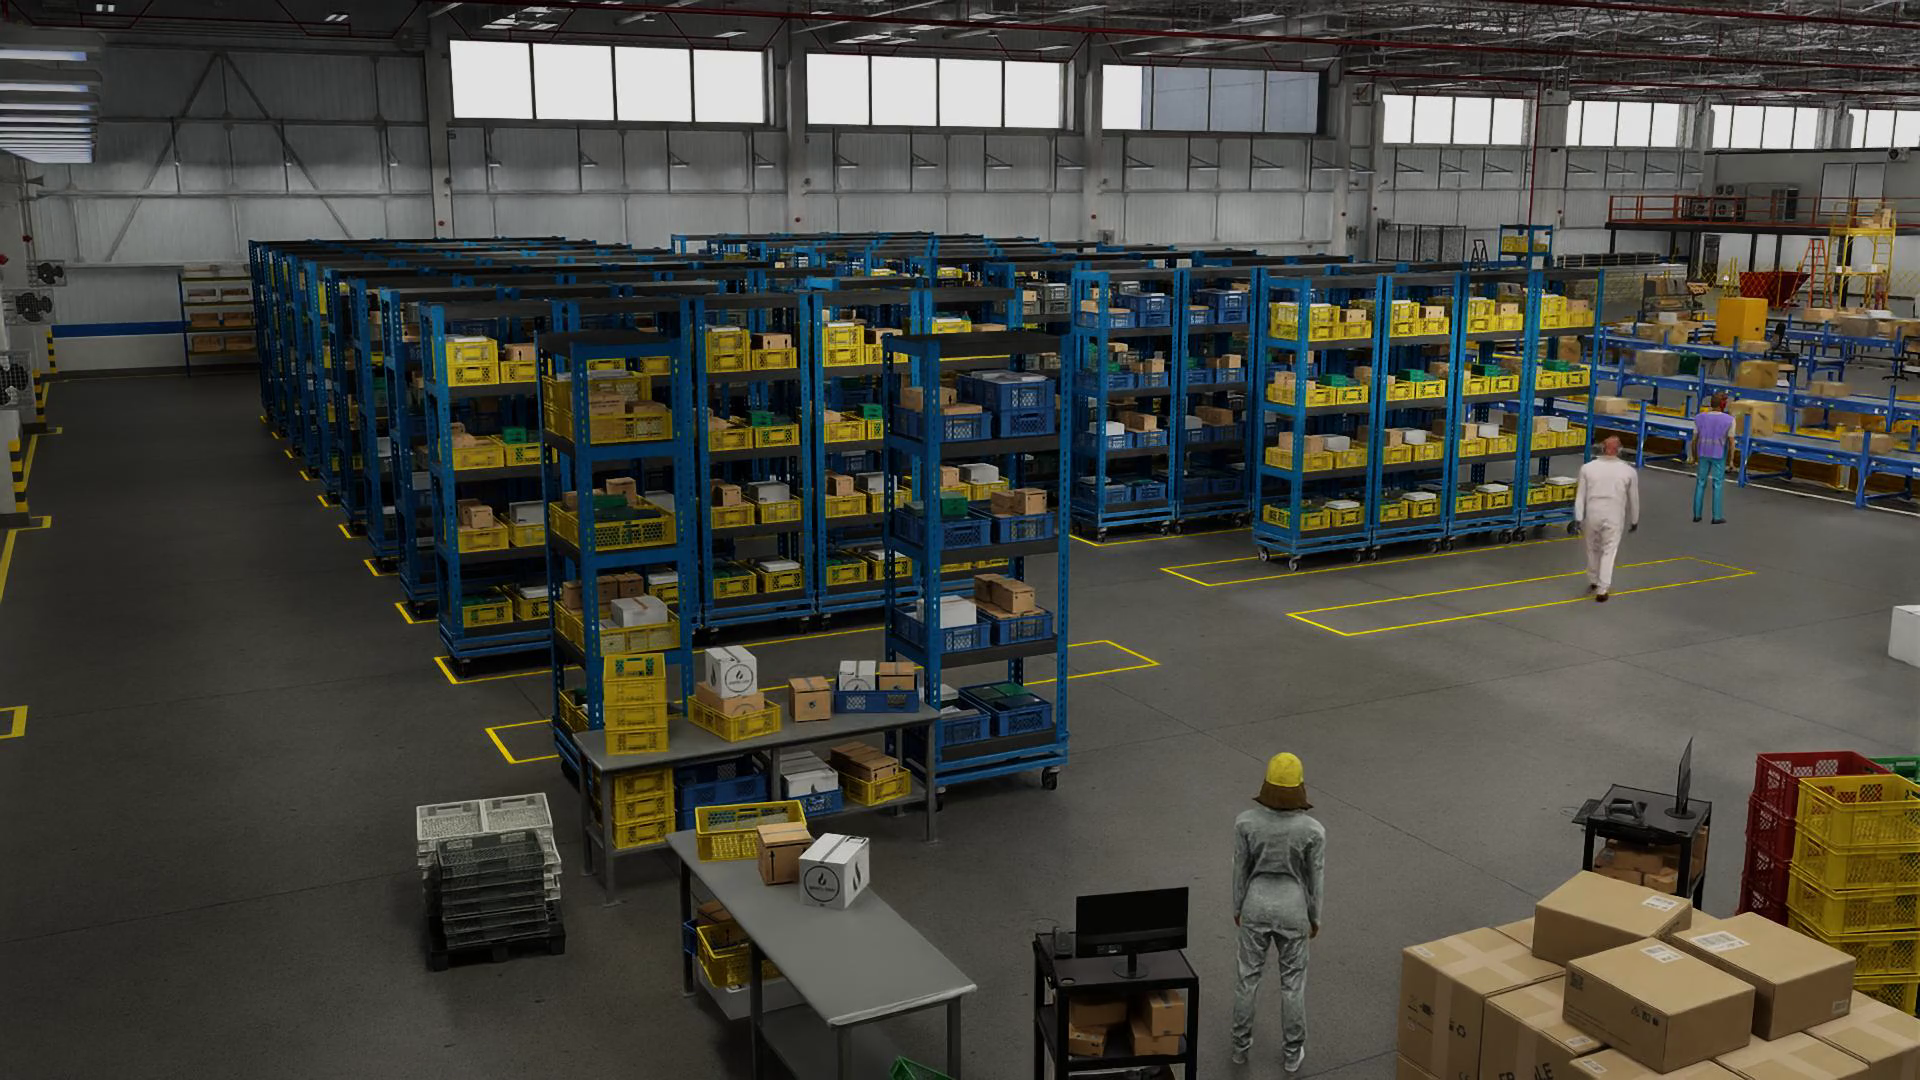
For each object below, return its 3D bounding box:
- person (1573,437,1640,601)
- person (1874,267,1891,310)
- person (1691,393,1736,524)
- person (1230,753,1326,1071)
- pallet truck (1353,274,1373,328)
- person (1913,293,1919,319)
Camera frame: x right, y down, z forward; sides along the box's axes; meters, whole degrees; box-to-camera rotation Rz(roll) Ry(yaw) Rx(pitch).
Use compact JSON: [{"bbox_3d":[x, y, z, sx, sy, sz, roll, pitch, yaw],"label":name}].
[{"bbox_3d":[7.457,-0.266,19.175,0.681,1.850,0.992,6,14,27],"label":"person"},{"bbox_3d":[33.136,-8.905,59.788,0.525,1.769,0.315,7,14,28],"label":"person"},{"bbox_3d":[10.540,-1.143,23.308,0.569,1.836,0.385,10,16,40],"label":"person"},{"bbox_3d":[1.700,1.984,8.937,0.485,1.735,0.347,3,13,15],"label":"person"},{"bbox_3d":[13.011,-8.050,55.243,0.823,1.965,1.885,-7,14,-28],"label":"pallet truck"},{"bbox_3d":[28.045,-6.558,48.569,0.319,1.868,0.521,-1,12,-5],"label":"person"}]
